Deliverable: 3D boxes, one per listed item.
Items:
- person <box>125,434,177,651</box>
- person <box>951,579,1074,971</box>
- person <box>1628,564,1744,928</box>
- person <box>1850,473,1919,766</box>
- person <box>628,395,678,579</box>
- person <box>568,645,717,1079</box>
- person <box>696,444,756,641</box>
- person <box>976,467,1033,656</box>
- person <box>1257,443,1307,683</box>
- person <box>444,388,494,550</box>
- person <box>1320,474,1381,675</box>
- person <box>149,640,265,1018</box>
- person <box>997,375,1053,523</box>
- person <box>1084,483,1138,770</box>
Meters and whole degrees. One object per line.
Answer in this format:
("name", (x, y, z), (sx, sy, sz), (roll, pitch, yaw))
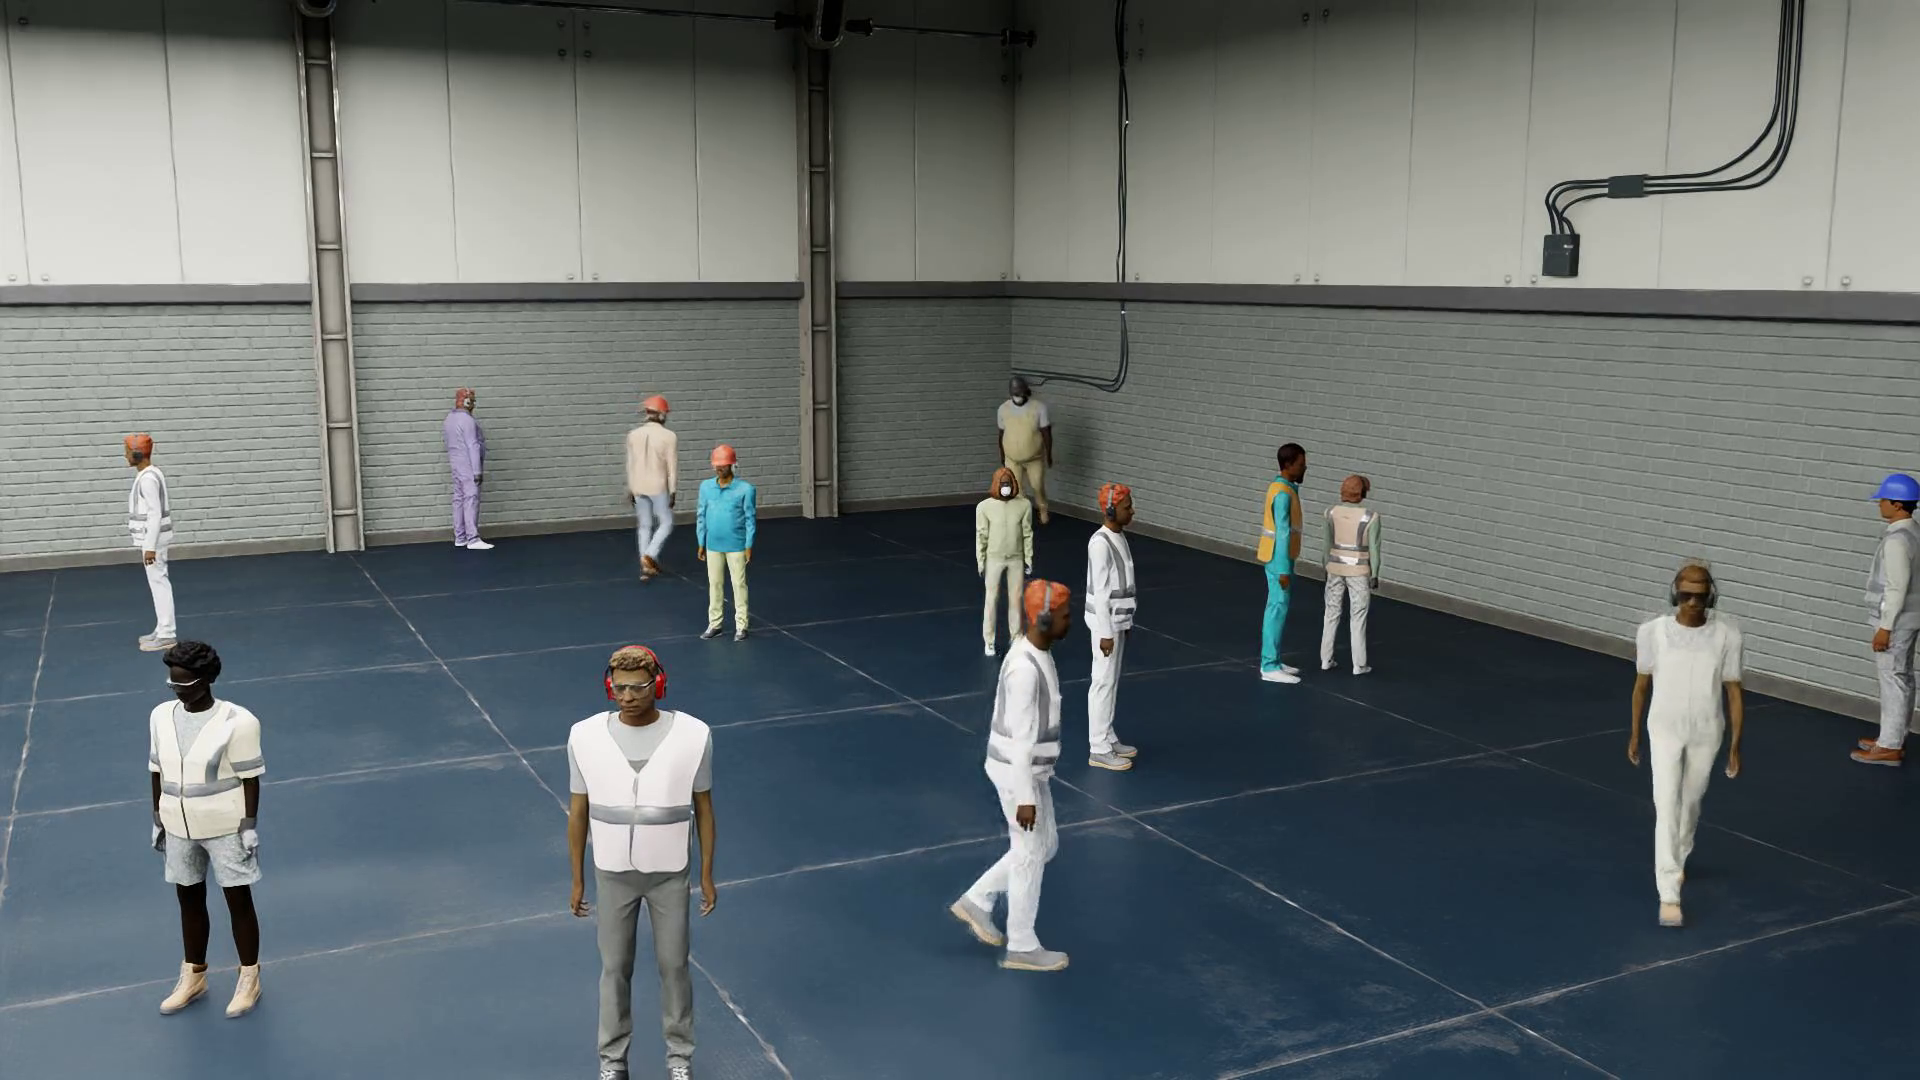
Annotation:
("person", (-7.008, 0.016, 14.414), (0.349, 1.881, 0.577), (-4, 10, -23))
("person", (0.270, 1.098, 7.804), (0.507, 1.864, 0.626), (2, 9, 11))
("person", (3.747, 1.007, 8.591), (0.524, 1.799, 0.951), (3, 10, 18))
("person", (6.211, 0.527, 11.063), (0.402, 1.949, 0.605), (8, 12, 40))
("person", (-3.260, -0.547, 17.639), (0.628, 1.969, 0.603), (4, 10, 22))
("person", (-1.248, 1.308, 6.568), (0.575, 1.843, 0.374), (-1, 9, -5))
("person", (-2.084, 0.022, 14.771), (0.562, 1.753, 0.322), (3, 10, 15))
("person", (0.379, 0.184, 14.175), (0.498, 1.627, 0.280), (-2, 9, -14))
("person", (2.570, 0.174, 13.335), (0.371, 1.916, 0.597), (2, 9, 9))
("person", (-5.795, -0.837, 19.606), (0.410, 1.906, 0.642), (-8, 12, -42))
("person", (3.181, 0.283, 13.564), (0.509, 1.630, 0.316), (7, 12, 38))
("person", (-3.319, 1.262, 7.326), (0.532, 1.692, 0.320), (1, 9, 8))
("person", (0.843, -1.141, 21.057), (0.746, 2.000, 0.885), (3, 10, 17))
("person", (1.011, 0.565, 11.037), (0.356, 1.883, 0.573), (2, 10, 15))
